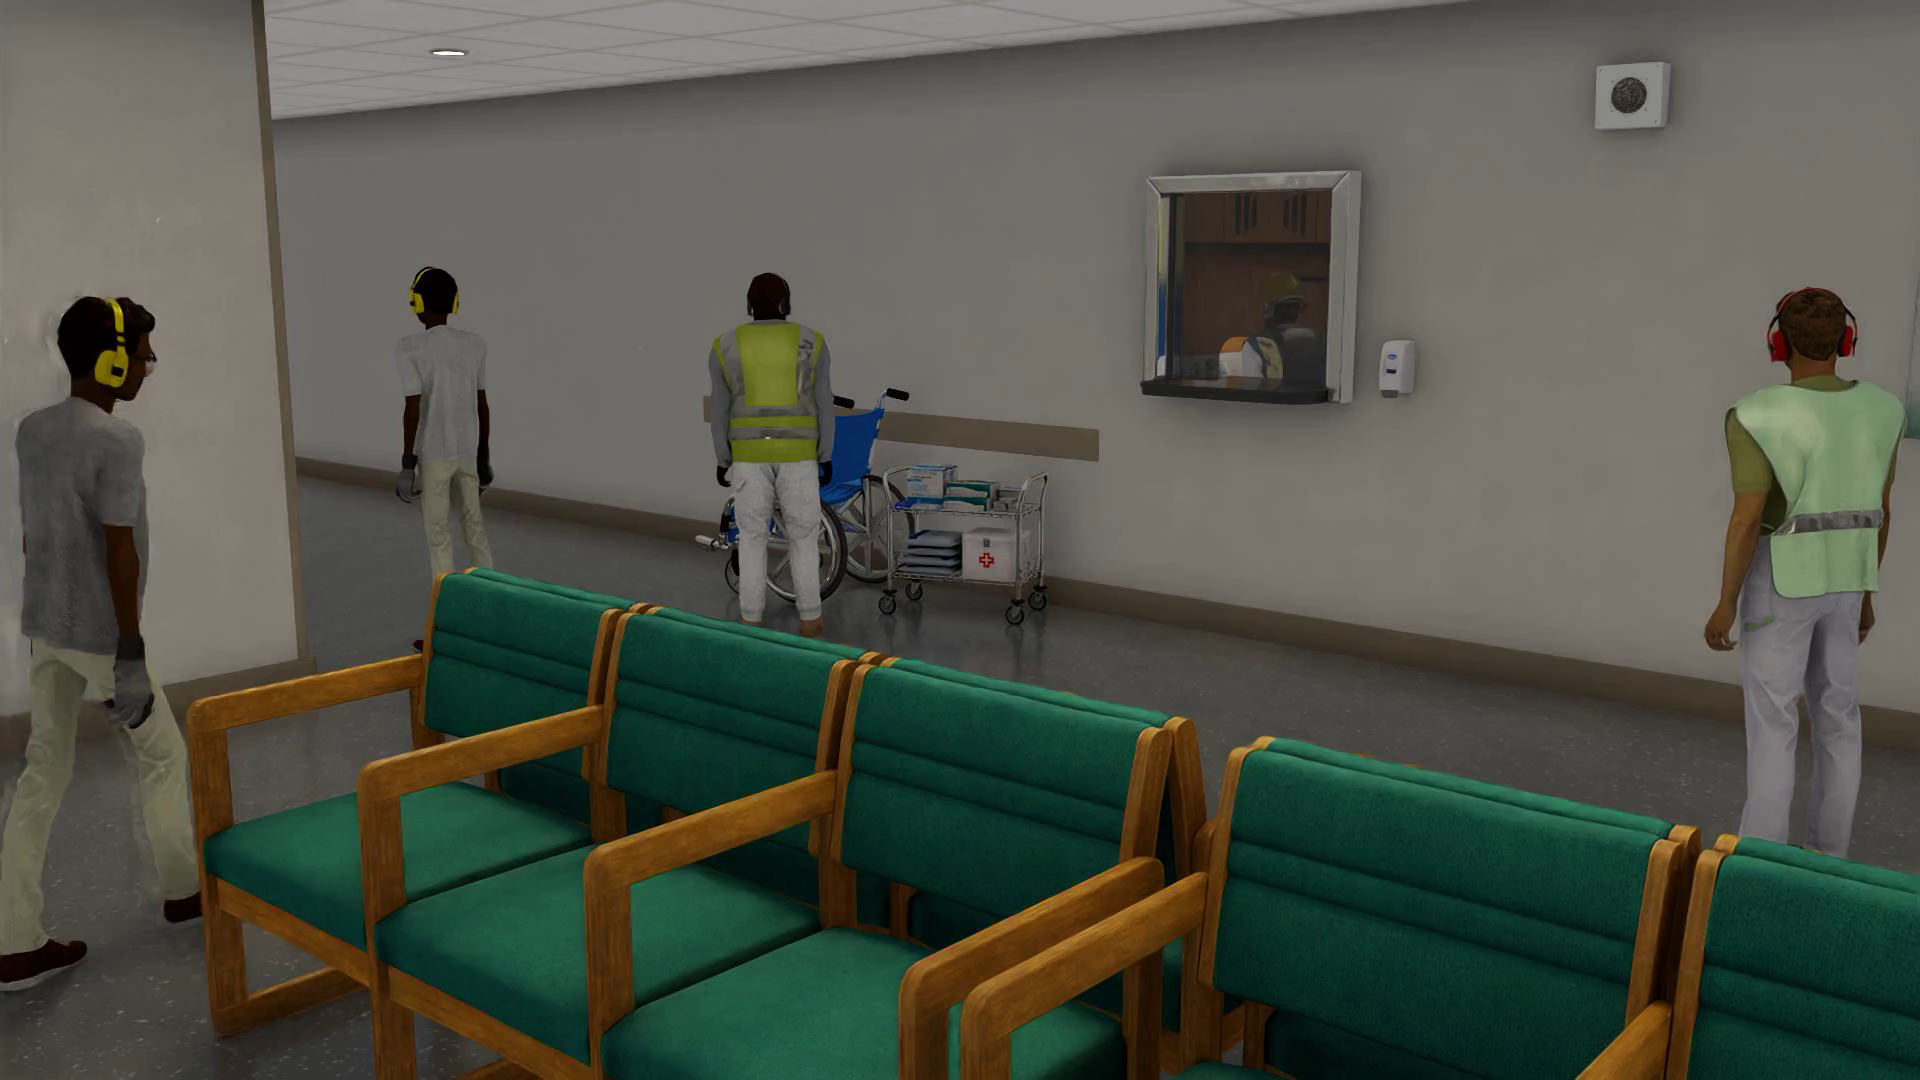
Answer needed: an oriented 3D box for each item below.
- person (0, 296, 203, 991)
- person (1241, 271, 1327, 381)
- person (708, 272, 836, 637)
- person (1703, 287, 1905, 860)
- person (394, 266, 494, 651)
[{"bbox_3d":[-2.334,0.255,4.568,0.690,1.820,0.877,5,11,27],"label":"person"},{"bbox_3d":[1.758,-0.551,9.141,0.596,1.831,0.403,-5,11,-26],"label":"person"},{"bbox_3d":[-0.933,-0.413,8.355,0.619,1.838,0.430,-1,10,-4],"label":"person"},{"bbox_3d":[2.533,0.171,5.009,0.564,1.841,0.394,-2,10,-13],"label":"person"},{"bbox_3d":[-2.501,-0.380,8.061,0.325,1.871,0.516,8,13,38],"label":"person"}]
